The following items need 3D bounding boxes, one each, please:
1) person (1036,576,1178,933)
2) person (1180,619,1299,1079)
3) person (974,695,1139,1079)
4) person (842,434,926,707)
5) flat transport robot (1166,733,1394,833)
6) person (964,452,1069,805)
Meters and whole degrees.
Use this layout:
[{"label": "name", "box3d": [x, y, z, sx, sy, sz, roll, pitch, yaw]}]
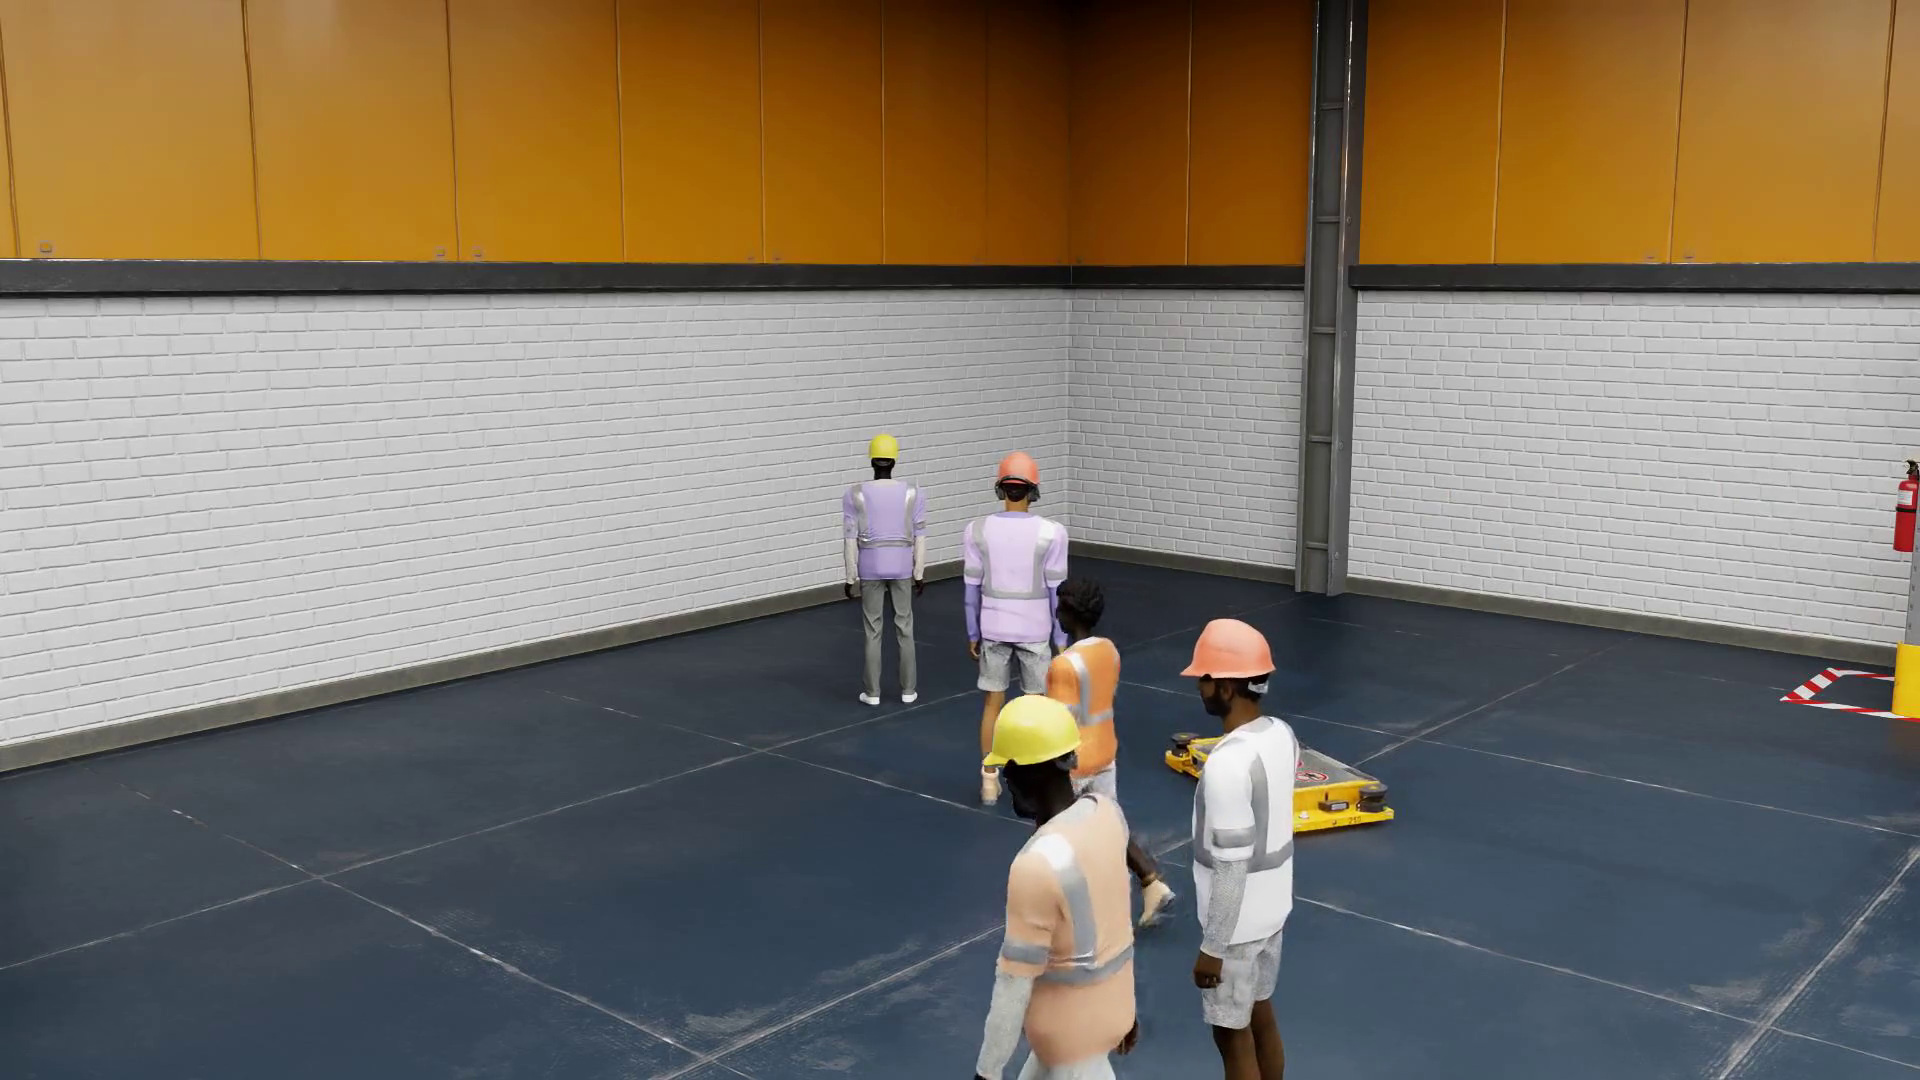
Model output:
[{"label": "person", "box3d": [0.610, 0.994, 7.630, 0.770, 1.669, 0.539, 6, 11, 33]}, {"label": "person", "box3d": [0.887, 1.211, 5.446, 0.378, 1.932, 0.551, 5, 10, 29]}, {"label": "person", "box3d": [0.254, 1.357, 4.756, 1.028, 1.859, 0.603, 4, 10, 25]}, {"label": "person", "box3d": [-0.536, 0.216, 11.717, 0.589, 1.928, 0.386, -1, 9, -9]}, {"label": "flat transport robot", "box3d": [1.824, 1.367, 9.673, 0.652, 0.197, 1.431, -4, 10, -21]}, {"label": "person", "box3d": [0.327, 0.514, 9.512, 0.607, 2.034, 0.398, 2, 9, 13]}]
